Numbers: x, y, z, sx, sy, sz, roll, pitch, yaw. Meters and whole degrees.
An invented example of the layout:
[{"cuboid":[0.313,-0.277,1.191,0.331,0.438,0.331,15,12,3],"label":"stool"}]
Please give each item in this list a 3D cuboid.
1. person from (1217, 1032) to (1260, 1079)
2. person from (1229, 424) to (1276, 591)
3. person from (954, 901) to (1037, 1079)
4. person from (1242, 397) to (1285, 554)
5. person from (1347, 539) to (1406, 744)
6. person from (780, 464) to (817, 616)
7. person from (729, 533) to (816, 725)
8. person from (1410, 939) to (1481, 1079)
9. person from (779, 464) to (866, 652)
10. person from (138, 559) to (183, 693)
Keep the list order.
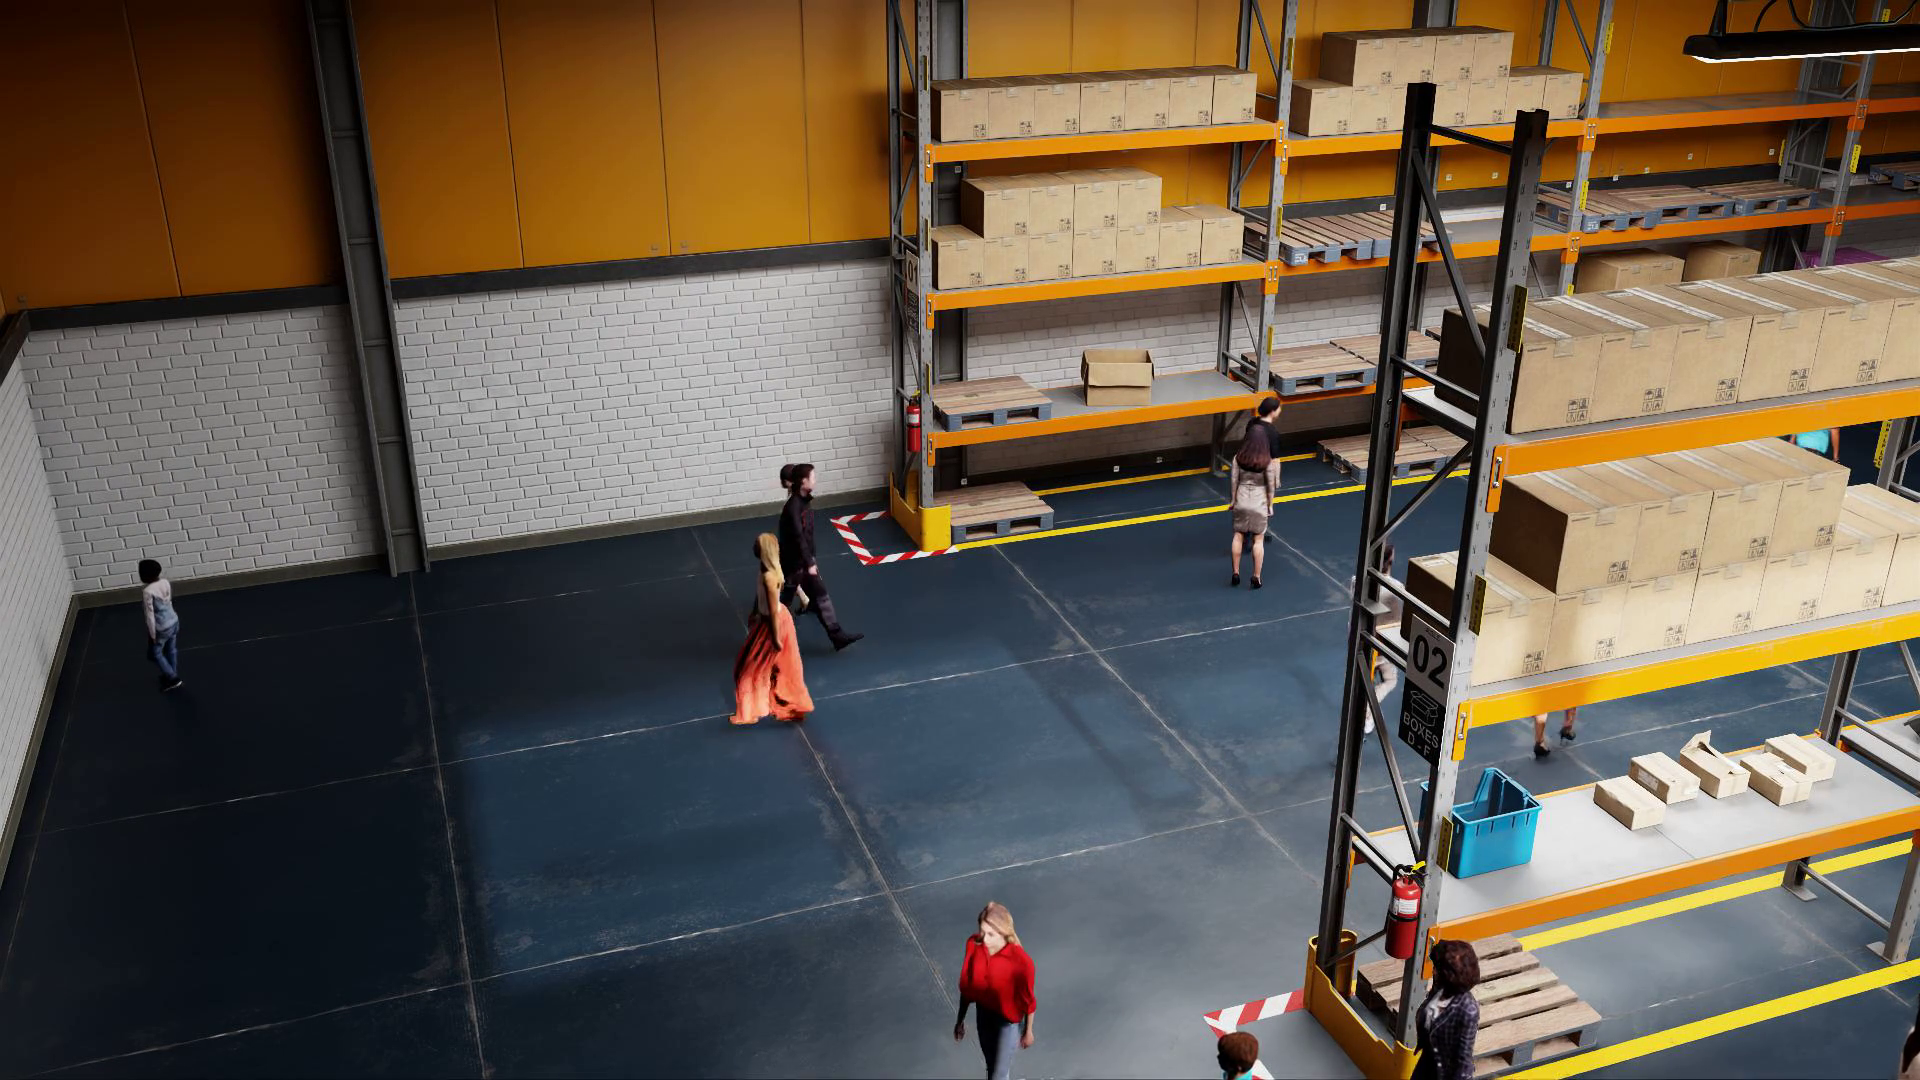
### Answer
[{"cuboid":[1.483,3.246,8.956,0.612,1.446,0.586,5,24,11],"label":"person"},{"cuboid":[2.932,-0.331,16.767,0.657,1.745,0.724,10,25,21],"label":"person"},{"cuboid":[0.279,2.773,9.732,0.715,1.692,0.729,19,30,36],"label":"person"},{"cuboid":[3.064,-0.662,17.537,0.769,1.734,0.682,-9,25,-20],"label":"person"},{"cuboid":[3.456,0.866,13.923,1.040,1.830,0.898,-22,32,-40],"label":"person"},{"cuboid":[-1.506,0.052,16.042,0.755,1.624,0.694,3,24,8],"label":"person"},{"cuboid":[-1.498,0.770,14.205,1.053,1.779,0.834,0,24,1],"label":"person"},{"cuboid":[2.787,2.978,9.287,1.048,1.673,0.740,-6,24,-14],"label":"person"},{"cuboid":[-1.586,0.227,15.364,1.308,1.846,1.125,6,24,13],"label":"person"},{"cuboid":[-7.131,0.754,14.896,0.701,1.255,0.636,8,25,17],"label":"person"}]
